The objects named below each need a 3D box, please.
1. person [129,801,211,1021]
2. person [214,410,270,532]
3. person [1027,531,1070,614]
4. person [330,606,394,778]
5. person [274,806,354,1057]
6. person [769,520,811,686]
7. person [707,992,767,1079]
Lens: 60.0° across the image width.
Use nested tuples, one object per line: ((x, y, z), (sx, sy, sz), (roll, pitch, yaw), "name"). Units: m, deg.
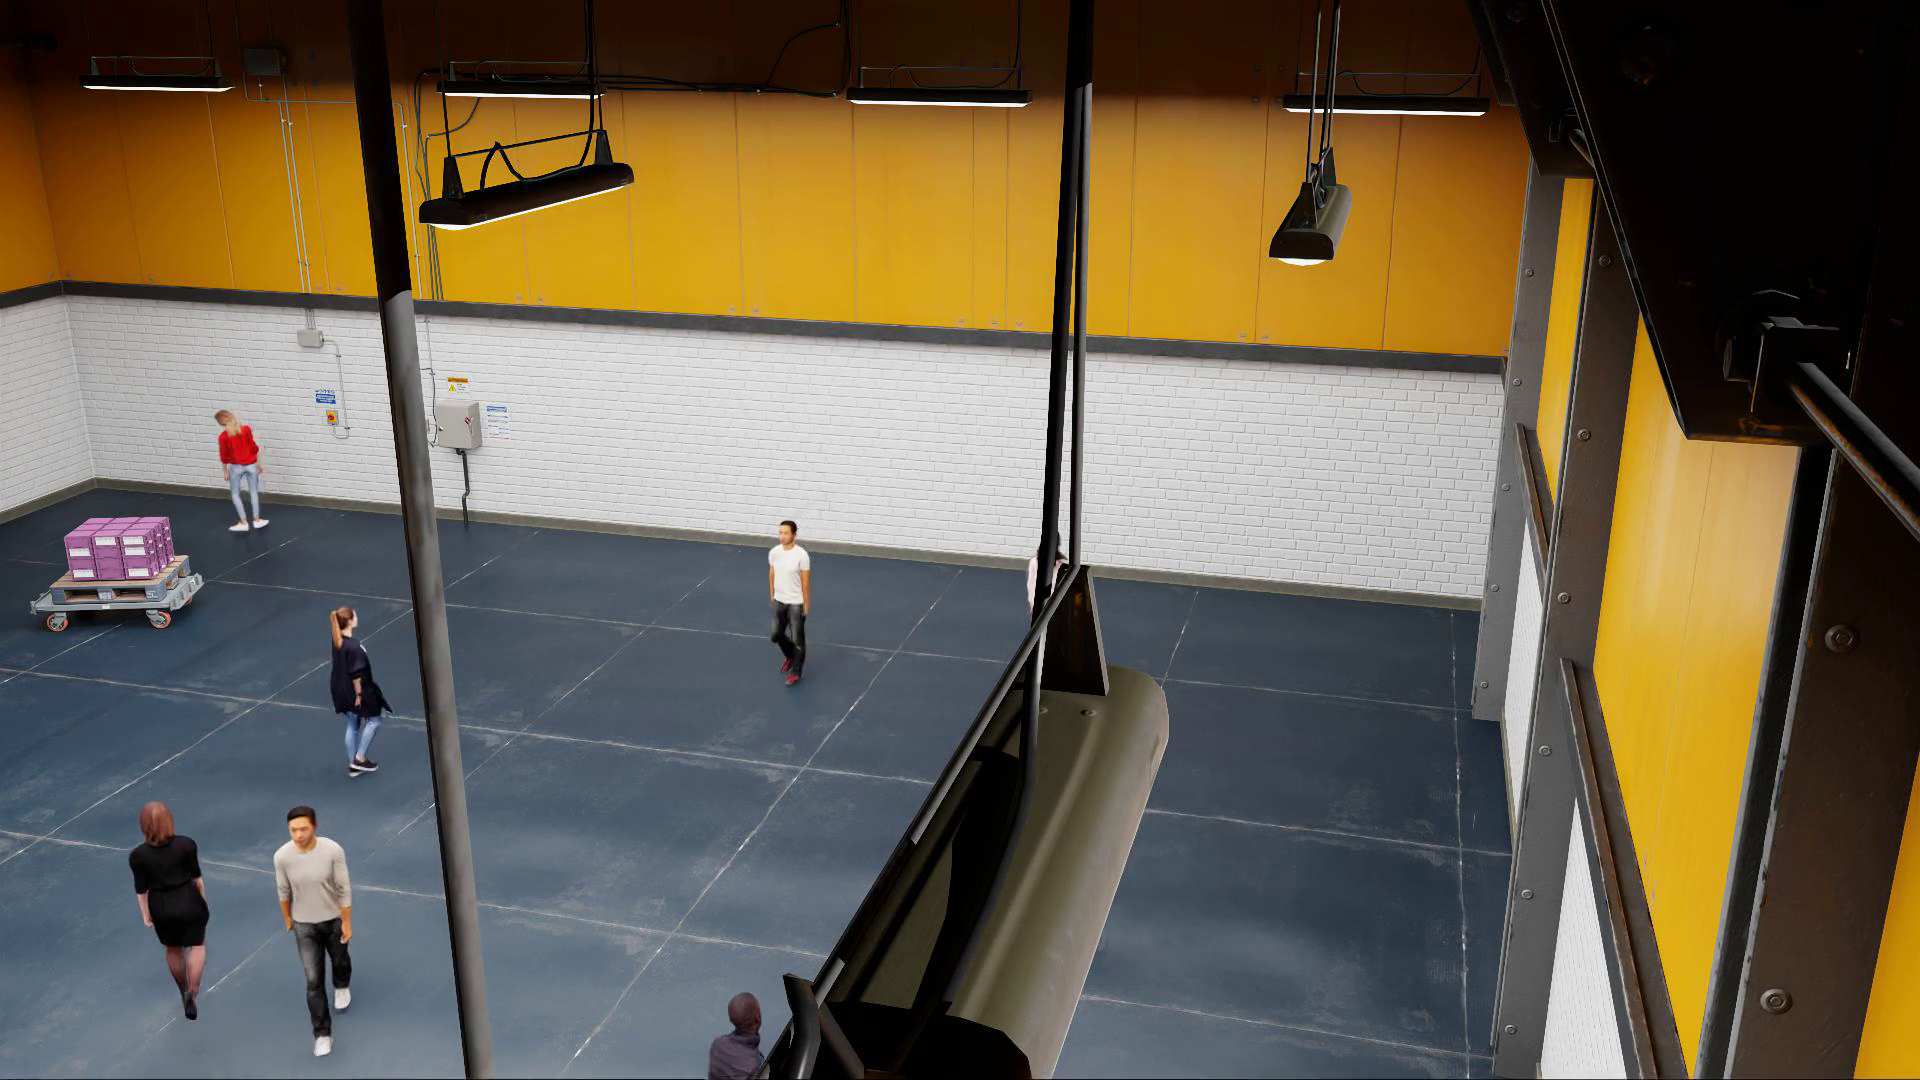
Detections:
((-5.516, 2.650, 11.719), (0.880, 1.686, 0.983), (-7, 20, -21), "person")
((-9.634, -0.957, 22.443), (0.756, 1.677, 0.855), (-8, 20, -22), "person")
((0.928, 0.734, 17.277), (0.675, 1.769, 0.599), (8, 20, 23), "person")
((-5.687, 1.425, 15.376), (0.744, 1.672, 0.802), (15, 24, 37), "person")
((-4.475, 2.619, 11.692), (1.043, 1.762, 1.251), (-5, 19, -16), "person")
((-1.739, 0.624, 17.563), (0.654, 1.794, 0.684), (7, 20, 20), "person")
((-1.254, 3.421, 9.251), (0.878, 1.798, 0.856), (-12, 22, -31), "person")
